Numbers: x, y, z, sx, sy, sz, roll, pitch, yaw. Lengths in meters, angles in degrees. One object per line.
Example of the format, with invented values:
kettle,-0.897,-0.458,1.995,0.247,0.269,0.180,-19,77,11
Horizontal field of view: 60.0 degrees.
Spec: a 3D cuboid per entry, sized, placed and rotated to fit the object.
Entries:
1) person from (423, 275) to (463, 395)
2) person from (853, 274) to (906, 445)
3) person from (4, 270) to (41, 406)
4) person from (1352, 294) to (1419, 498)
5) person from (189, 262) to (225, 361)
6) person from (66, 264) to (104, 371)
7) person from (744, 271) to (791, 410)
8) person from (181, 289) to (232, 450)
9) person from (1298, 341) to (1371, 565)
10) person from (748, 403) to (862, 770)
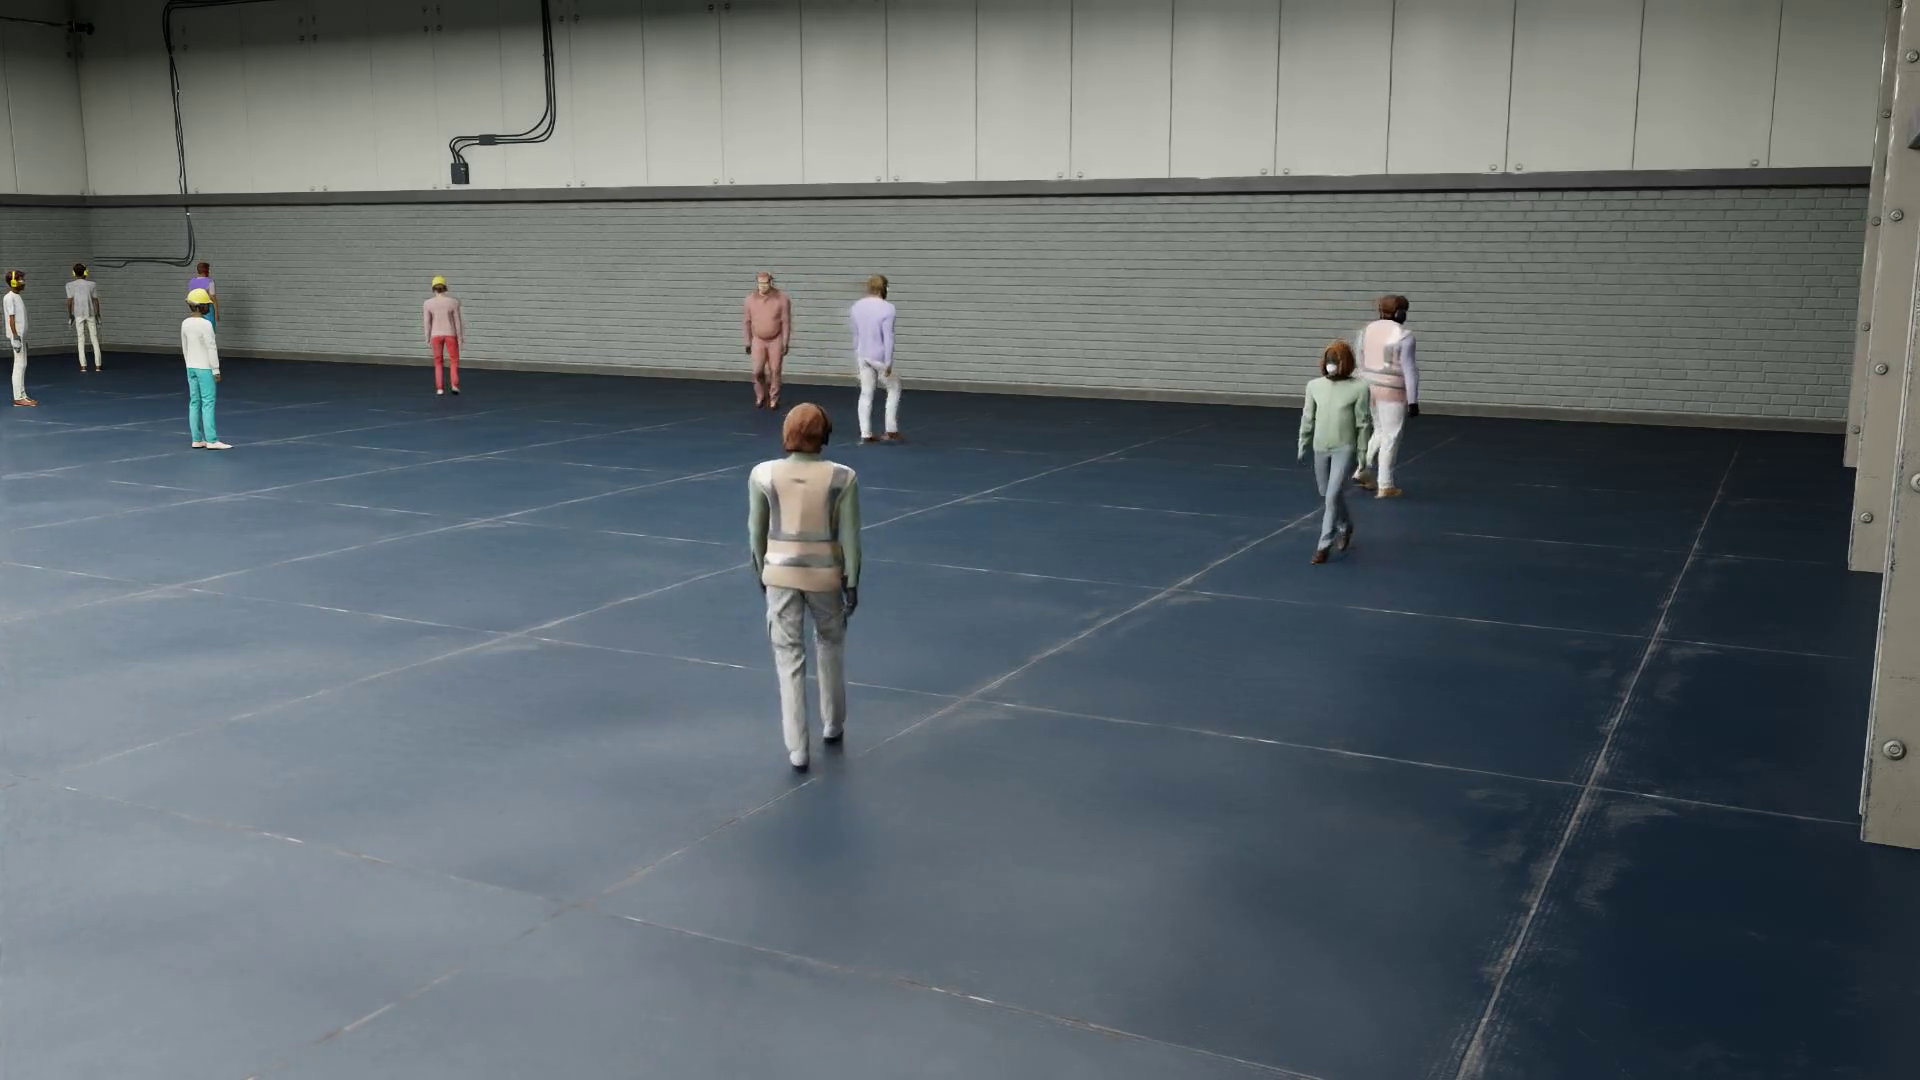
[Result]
person,-7.606,-3.003,24.499,0.537,1.773,0.338,-2,11,-10
person,-0.899,-2.033,18.782,0.635,1.916,0.693,7,13,35
person,-12.998,-2.784,23.004,0.313,1.866,0.538,-4,11,-19
person,3.843,-1.281,14.919,0.431,1.834,0.642,-5,11,-25
person,-14.079,-4.241,31.000,0.572,1.843,0.373,4,11,19
person,-15.201,-3.859,28.873,0.520,1.865,0.333,-5,12,-26
person,-2.590,-2.671,22.374,0.650,1.879,0.470,0,10,2
person,-8.323,-1.873,18.302,0.524,1.769,0.316,7,12,32
person,2.750,-0.662,12.155,0.510,1.601,0.799,8,13,37
person,-0.696,0.184,7.529,0.513,1.607,0.740,0,10,-2
